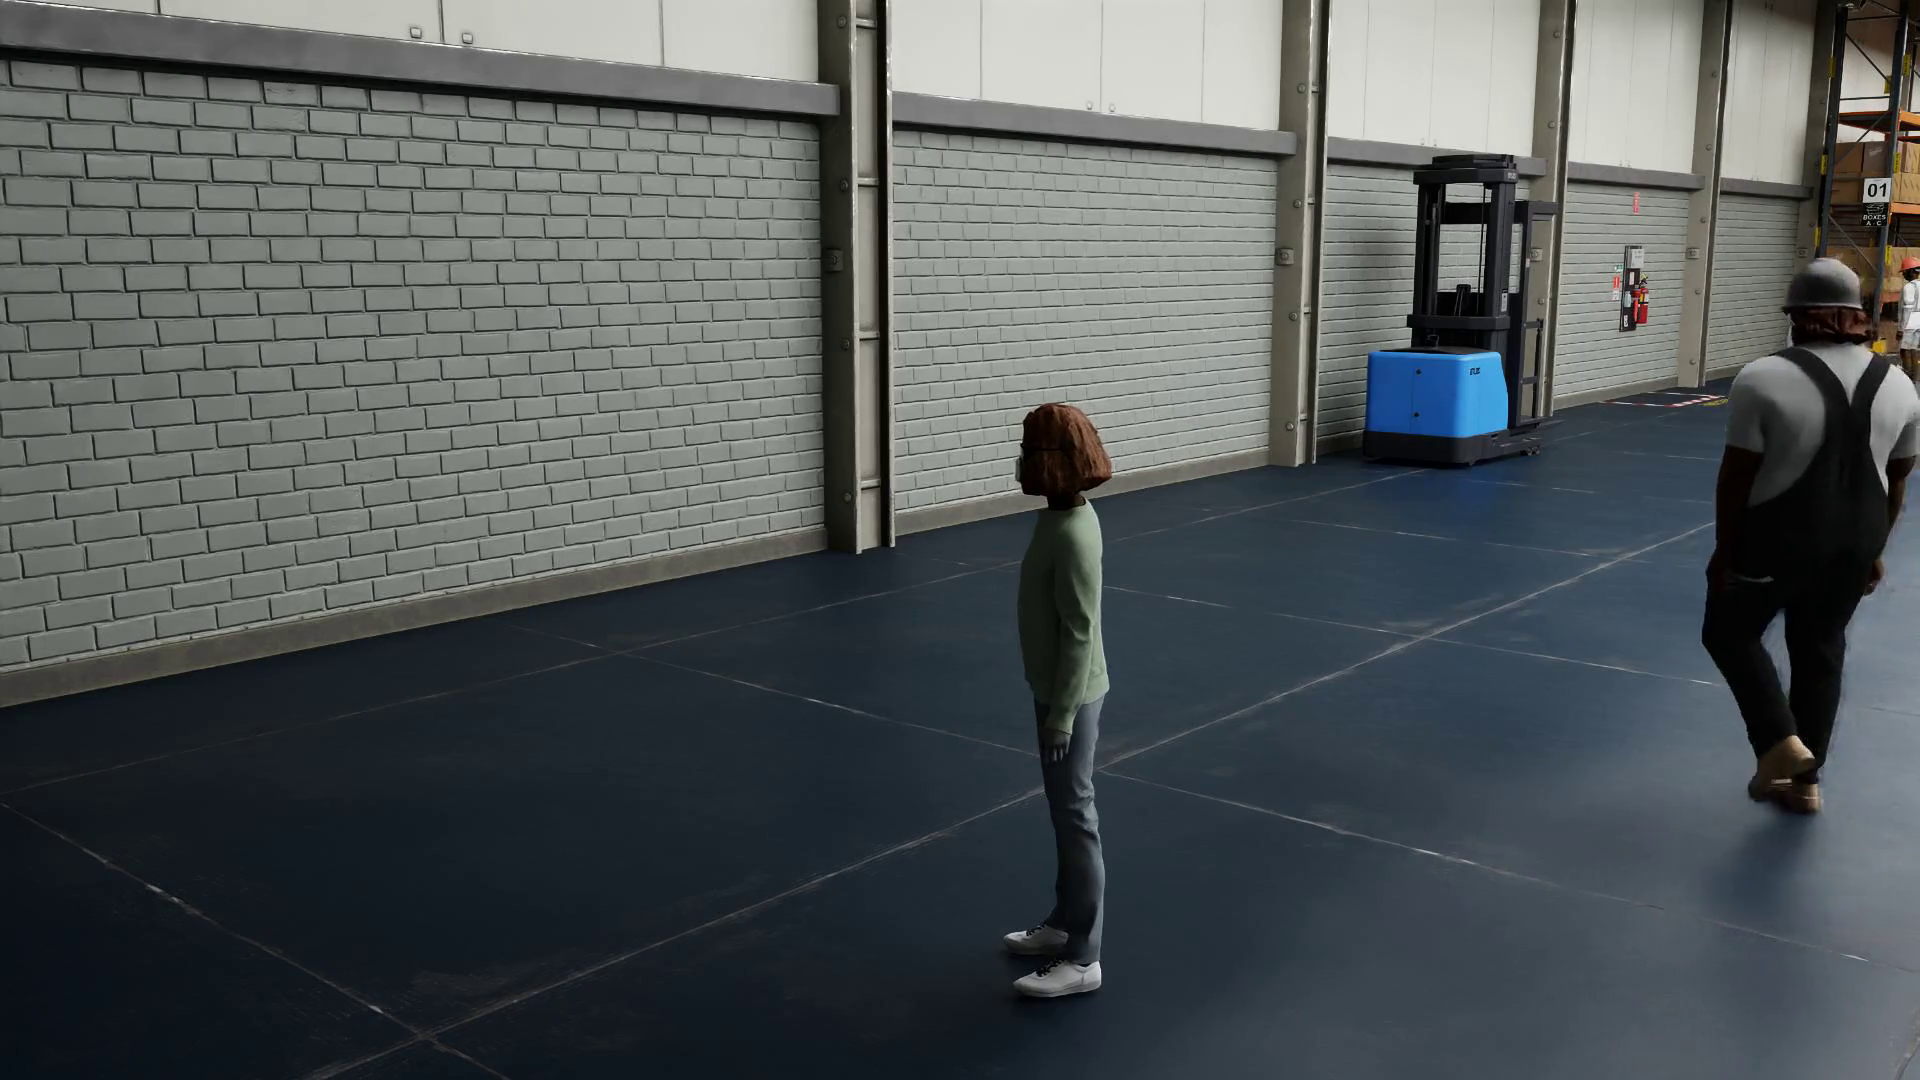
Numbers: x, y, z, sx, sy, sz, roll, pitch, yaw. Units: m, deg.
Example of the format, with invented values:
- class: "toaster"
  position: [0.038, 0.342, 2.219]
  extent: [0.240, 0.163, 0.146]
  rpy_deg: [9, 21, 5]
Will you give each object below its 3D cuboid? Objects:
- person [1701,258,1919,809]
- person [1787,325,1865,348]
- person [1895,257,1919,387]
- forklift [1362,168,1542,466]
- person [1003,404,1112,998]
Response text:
- class: "person"
  position: [3.060, 0.002, 6.067]
  extent: [0.714, 2.000, 0.562]
  rpy_deg: [-1, 10, -5]
- class: "person"
  position: [7.189, -1.256, 13.859]
  extent: [0.597, 1.787, 0.922]
  rpy_deg: [6, 12, 30]
- class: "person"
  position: [13.346, -3.012, 23.424]
  extent: [0.542, 1.930, 0.366]
  rpy_deg: [-8, 13, -40]
- class: "forklift"
  position: [4.875, -2.212, 16.287]
  extent: [1.129, 2.768, 1.873]
  rpy_deg: [8, 13, 40]
- class: "person"
  position: [0.270, 0.439, 4.615]
  extent: [0.280, 1.634, 0.499]
  rpy_deg: [0, 10, -1]
